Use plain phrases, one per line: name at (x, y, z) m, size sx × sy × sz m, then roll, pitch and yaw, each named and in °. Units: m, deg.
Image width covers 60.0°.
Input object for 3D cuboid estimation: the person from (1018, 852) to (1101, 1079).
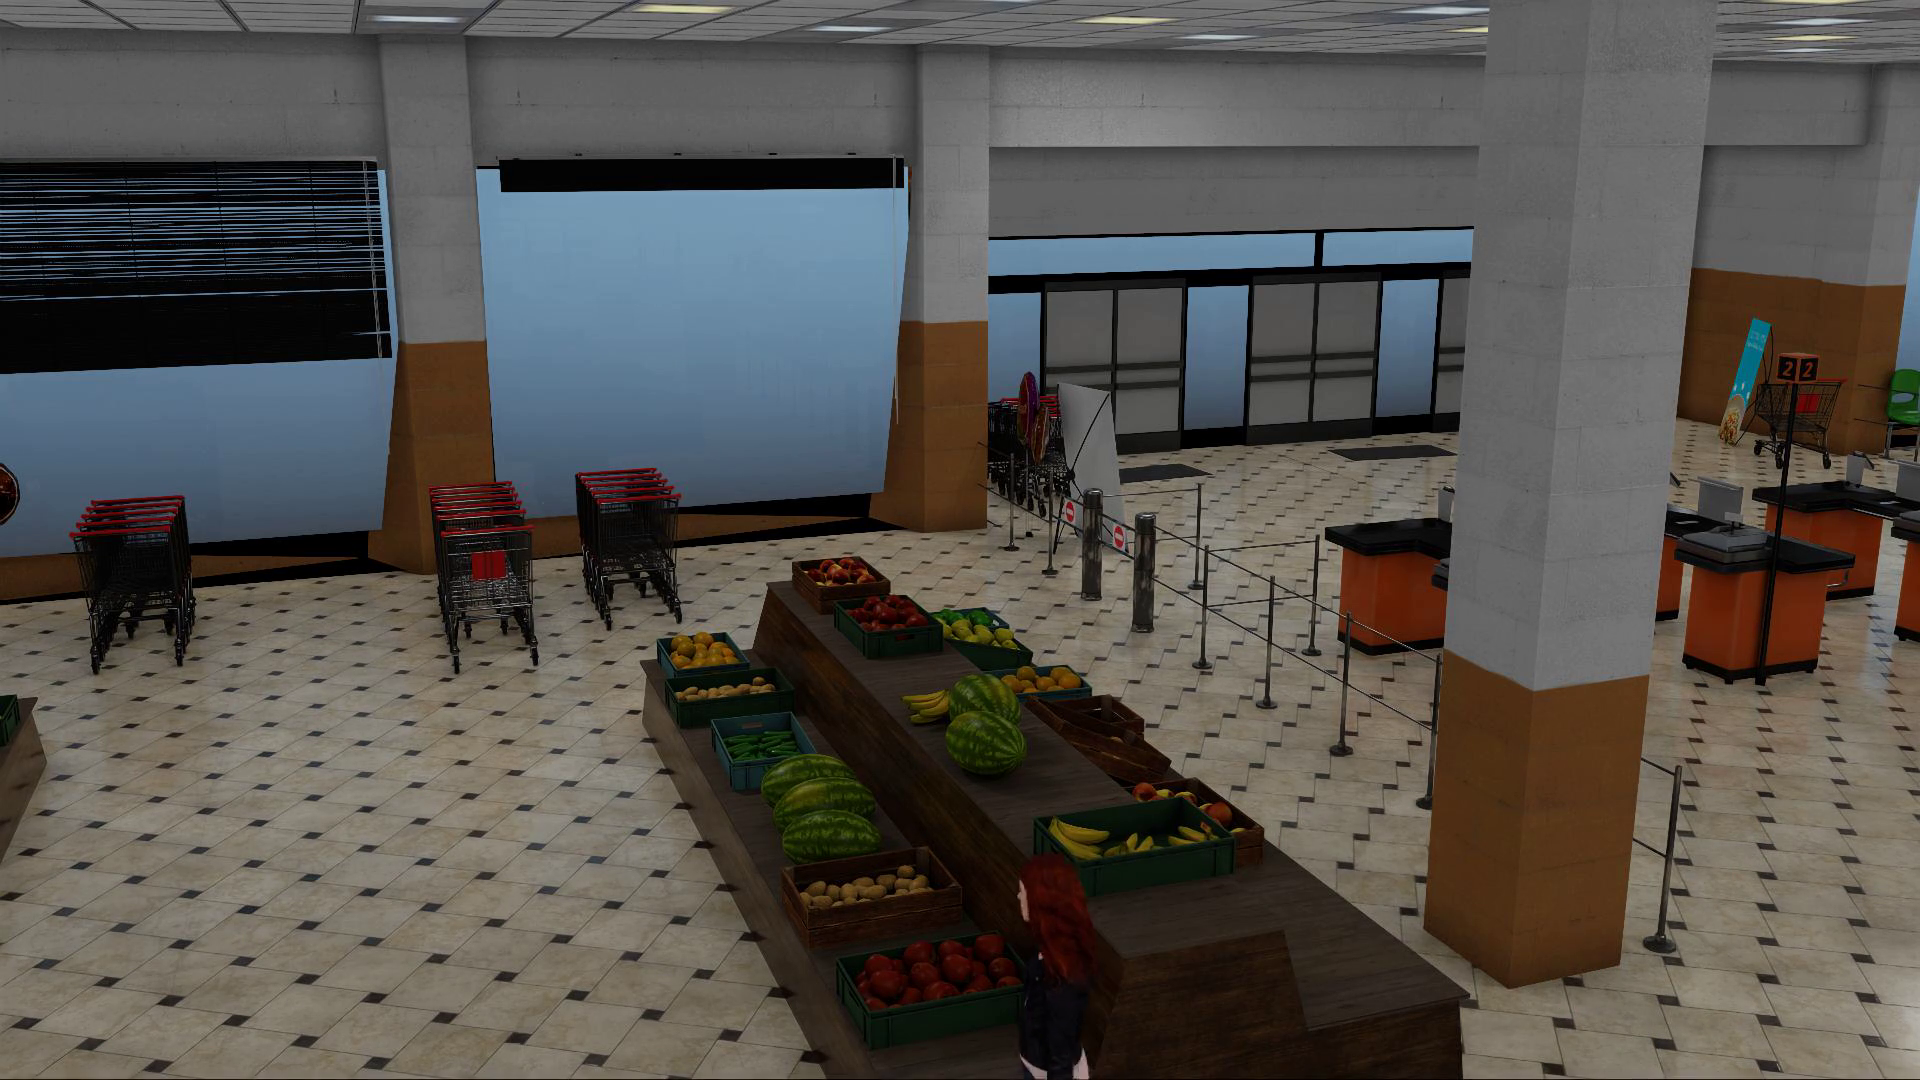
person at (0.397, 1.912, 5.733) m, size 0.839 × 1.781 × 0.937 m, roll -2°, pitch 14°, yaw -7°
